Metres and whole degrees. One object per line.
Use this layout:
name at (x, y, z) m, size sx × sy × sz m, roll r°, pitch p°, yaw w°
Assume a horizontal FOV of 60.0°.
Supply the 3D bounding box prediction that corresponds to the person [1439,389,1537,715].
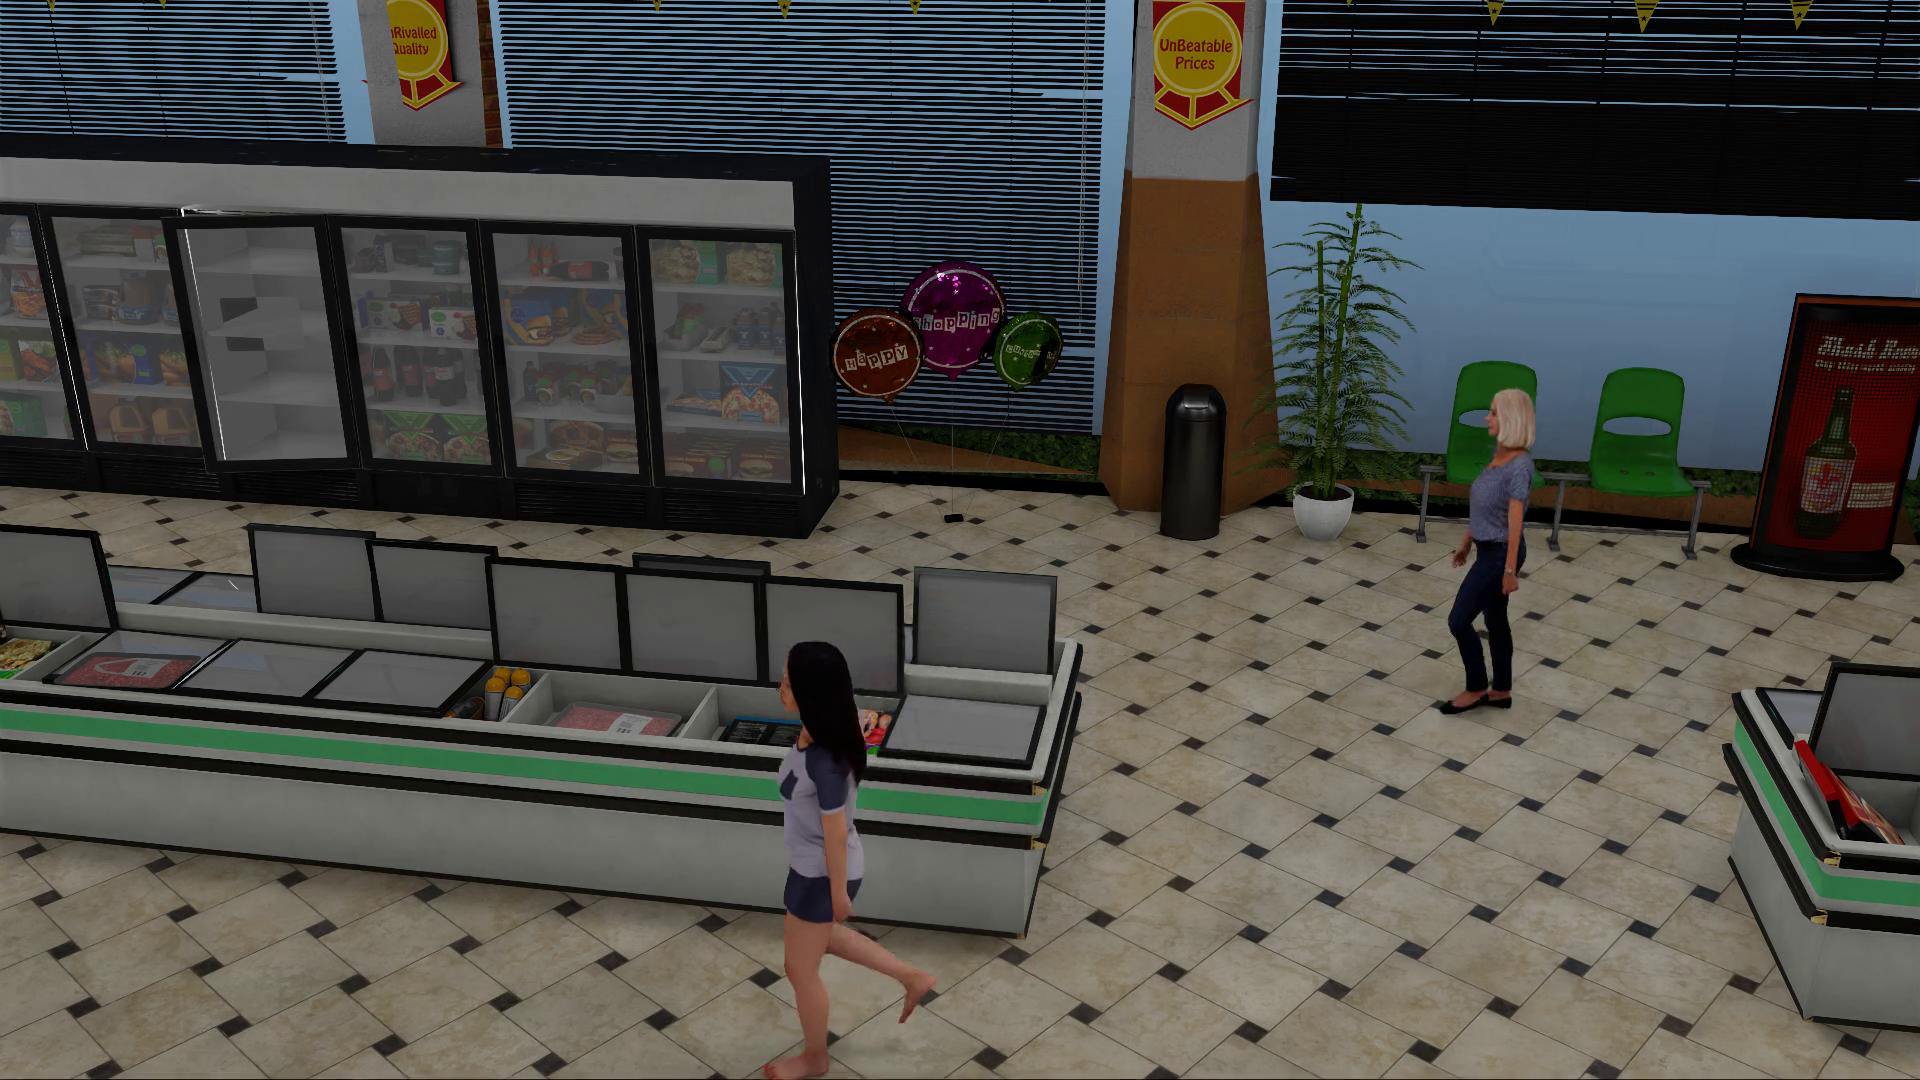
person at (2.754, 0.080, 8.254) m, size 0.583 × 1.708 × 0.567 m, roll 4°, pitch 22°, yaw 9°

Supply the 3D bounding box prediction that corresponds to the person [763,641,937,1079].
person at (-0.396, 1.110, 5.712) m, size 0.944 × 1.692 × 0.763 m, roll -4°, pitch 22°, yaw -9°
